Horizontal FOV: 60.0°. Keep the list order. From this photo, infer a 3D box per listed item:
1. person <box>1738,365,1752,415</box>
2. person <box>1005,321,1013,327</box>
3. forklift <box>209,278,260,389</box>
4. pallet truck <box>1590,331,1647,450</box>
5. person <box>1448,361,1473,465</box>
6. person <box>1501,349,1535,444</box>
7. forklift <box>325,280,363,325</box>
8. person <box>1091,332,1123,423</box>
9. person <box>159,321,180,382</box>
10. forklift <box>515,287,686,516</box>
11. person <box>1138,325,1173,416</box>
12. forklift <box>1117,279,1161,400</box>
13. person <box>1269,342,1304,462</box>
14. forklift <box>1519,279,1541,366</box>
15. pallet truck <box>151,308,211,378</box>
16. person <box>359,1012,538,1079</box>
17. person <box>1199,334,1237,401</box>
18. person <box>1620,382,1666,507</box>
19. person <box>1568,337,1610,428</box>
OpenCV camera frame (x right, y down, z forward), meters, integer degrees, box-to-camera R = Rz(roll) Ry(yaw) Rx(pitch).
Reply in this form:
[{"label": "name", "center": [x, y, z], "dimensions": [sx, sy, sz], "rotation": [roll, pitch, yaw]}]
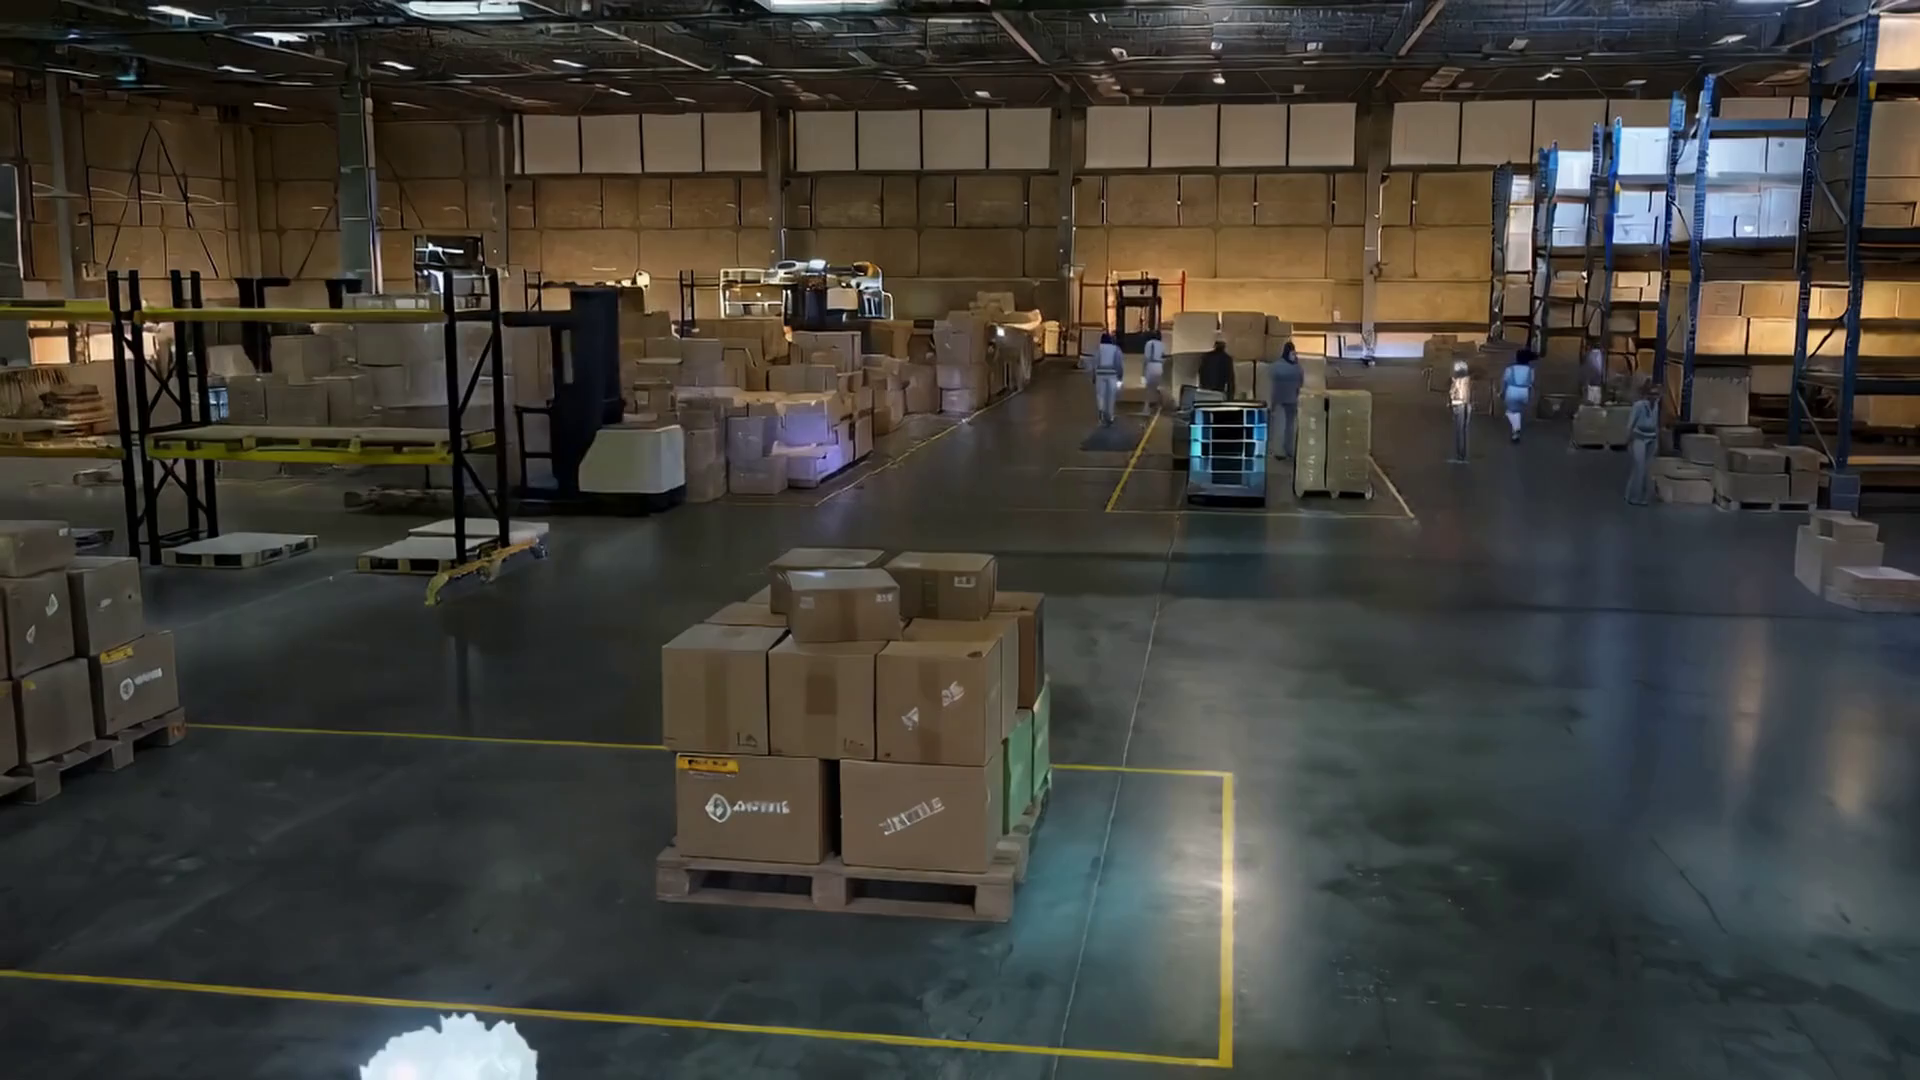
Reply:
[{"label": "person", "center": [14.373, -2.875, 30.590], "dimensions": [0.751, 1.921, 0.540], "rotation": [-2, 9, -14]}, {"label": "person", "center": [1.355, -5.258, 46.119], "dimensions": [0.808, 1.641, 0.590], "rotation": [2, 9, 9]}, {"label": "forklift", "center": [-18.315, -5.333, 42.805], "dimensions": [1.873, 2.768, 1.129], "rotation": [-3, 10, -18]}, {"label": "pallet truck", "center": [11.253, -2.573, 28.499], "dimensions": [0.823, 1.965, 1.885], "rotation": [5, 10, 27]}, {"label": "person", "center": [7.838, -1.983, 25.989], "dimensions": [0.318, 1.631, 0.524], "rotation": [-1, 9, -4]}, {"label": "person", "center": [9.709, -2.470, 28.850], "dimensions": [0.538, 1.670, 0.642], "rotation": [-1, 9, -5]}, {"label": "forklift", "center": [-13.220, -4.202, 35.829], "dimensions": [1.873, 2.768, 1.129], "rotation": [1, 9, 9]}, {"label": "person", "center": [2.915, -3.212, 32.969], "dimensions": [0.650, 1.829, 0.643], "rotation": [0, 9, 1]}, {"label": "person", "center": [-21.582, -5.281, 45.416], "dimensions": [0.370, 1.927, 0.588], "rotation": [5, 10, 27]}, {"label": "forklift", "center": [-4.490, -1.758, 20.757], "dimensions": [1.873, 2.768, 1.129], "rotation": [1, 9, 9]}, {"label": "person", "center": [4.058, -3.488, 34.428], "dimensions": [0.561, 1.914, 0.784], "rotation": [-8, 12, -39]}, {"label": "forklift", "center": [4.156, -4.725, 39.058], "dimensions": [1.129, 2.768, 1.873], "rotation": [1, 9, 9]}, {"label": "person", "center": [5.171, -2.147, 26.138], "dimensions": [0.634, 1.909, 0.775], "rotation": [-3, 10, -18]}, {"label": "forklift", "center": [15.518, -5.578, 44.314], "dimensions": [1.873, 2.768, 1.129], "rotation": [1, 9, 9]}, {"label": "pallet truck", "center": [-21.869, -5.598, 47.154], "dimensions": [0.823, 1.965, 1.885], "rotation": [4, 10, 26]}, {"label": "person", "center": [-0.711, 1.654, 2.524], "dimensions": [0.361, 1.965, 0.613], "rotation": [-7, 12, -38]}, {"label": "person", "center": [4.521, -2.625, 29.009], "dimensions": [0.645, 1.936, 1.047], "rotation": [-5, 10, -26]}, {"label": "person", "center": [8.810, -1.217, 21.320], "dimensions": [0.561, 1.602, 0.700], "rotation": [-4, 10, -23]}, {"label": "person", "center": [11.969, -2.936, 31.364], "dimensions": [0.947, 1.803, 0.624], "rotation": [2, 9, 10]}]
